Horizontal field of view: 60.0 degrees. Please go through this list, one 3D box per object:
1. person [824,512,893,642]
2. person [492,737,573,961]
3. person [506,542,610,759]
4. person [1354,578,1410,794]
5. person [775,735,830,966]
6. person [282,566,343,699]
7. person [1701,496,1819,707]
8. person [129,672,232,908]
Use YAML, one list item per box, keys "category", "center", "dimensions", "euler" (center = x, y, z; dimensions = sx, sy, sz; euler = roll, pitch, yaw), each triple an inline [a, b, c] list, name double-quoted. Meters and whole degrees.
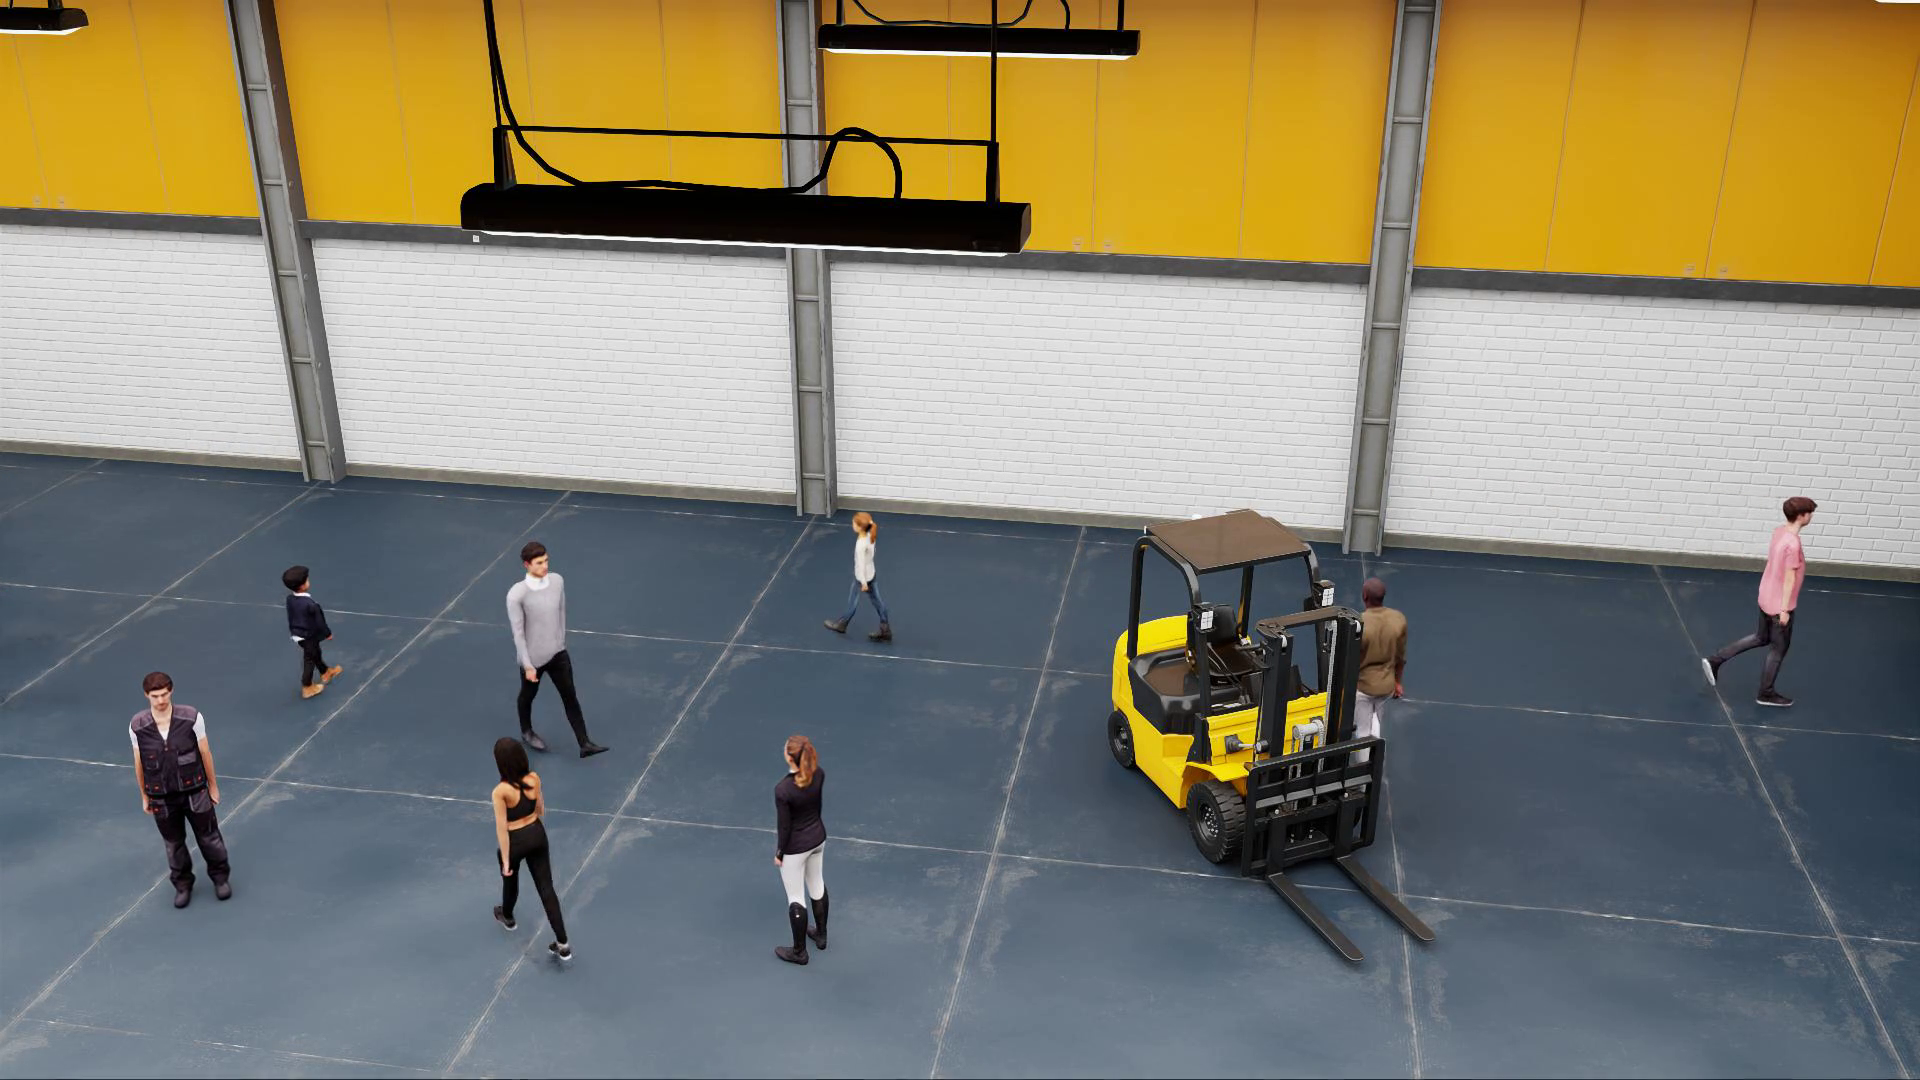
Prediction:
- category: "person"
  center: [-0.820, 0.362, 15.593]
  dimensions: [0.921, 1.288, 0.576]
  euler: [8, 25, 19]
- category: "person"
  center: [-2.887, 2.109, 11.207]
  dimensions: [1.001, 1.601, 1.160]
  euler: [-21, 31, -39]
- category: "person"
  center: [-3.489, 0.910, 13.611]
  dimensions: [1.325, 1.871, 1.148]
  euler: [20, 31, 38]
- category: "person"
  center: [3.253, 1.186, 13.054]
  dimensions: [0.780, 1.812, 0.891]
  euler: [-7, 25, -16]
- category: "person"
  center: [-1.064, 2.061, 11.157]
  dimensions: [0.691, 1.729, 0.659]
  euler: [18, 29, 35]
- category: "person"
  center: [-5.791, 0.824, 14.635]
  dimensions: [0.731, 1.209, 0.724]
  euler: [15, 28, 31]
- category: "person"
  center: [6.961, 0.533, 14.388]
  dimensions: [0.997, 1.940, 0.629]
  euler: [4, 24, 9]
- category: "person"
  center: [-5.509, 1.747, 11.733]
  dimensions: [0.703, 1.843, 0.812]
  euler: [-8, 25, -17]
